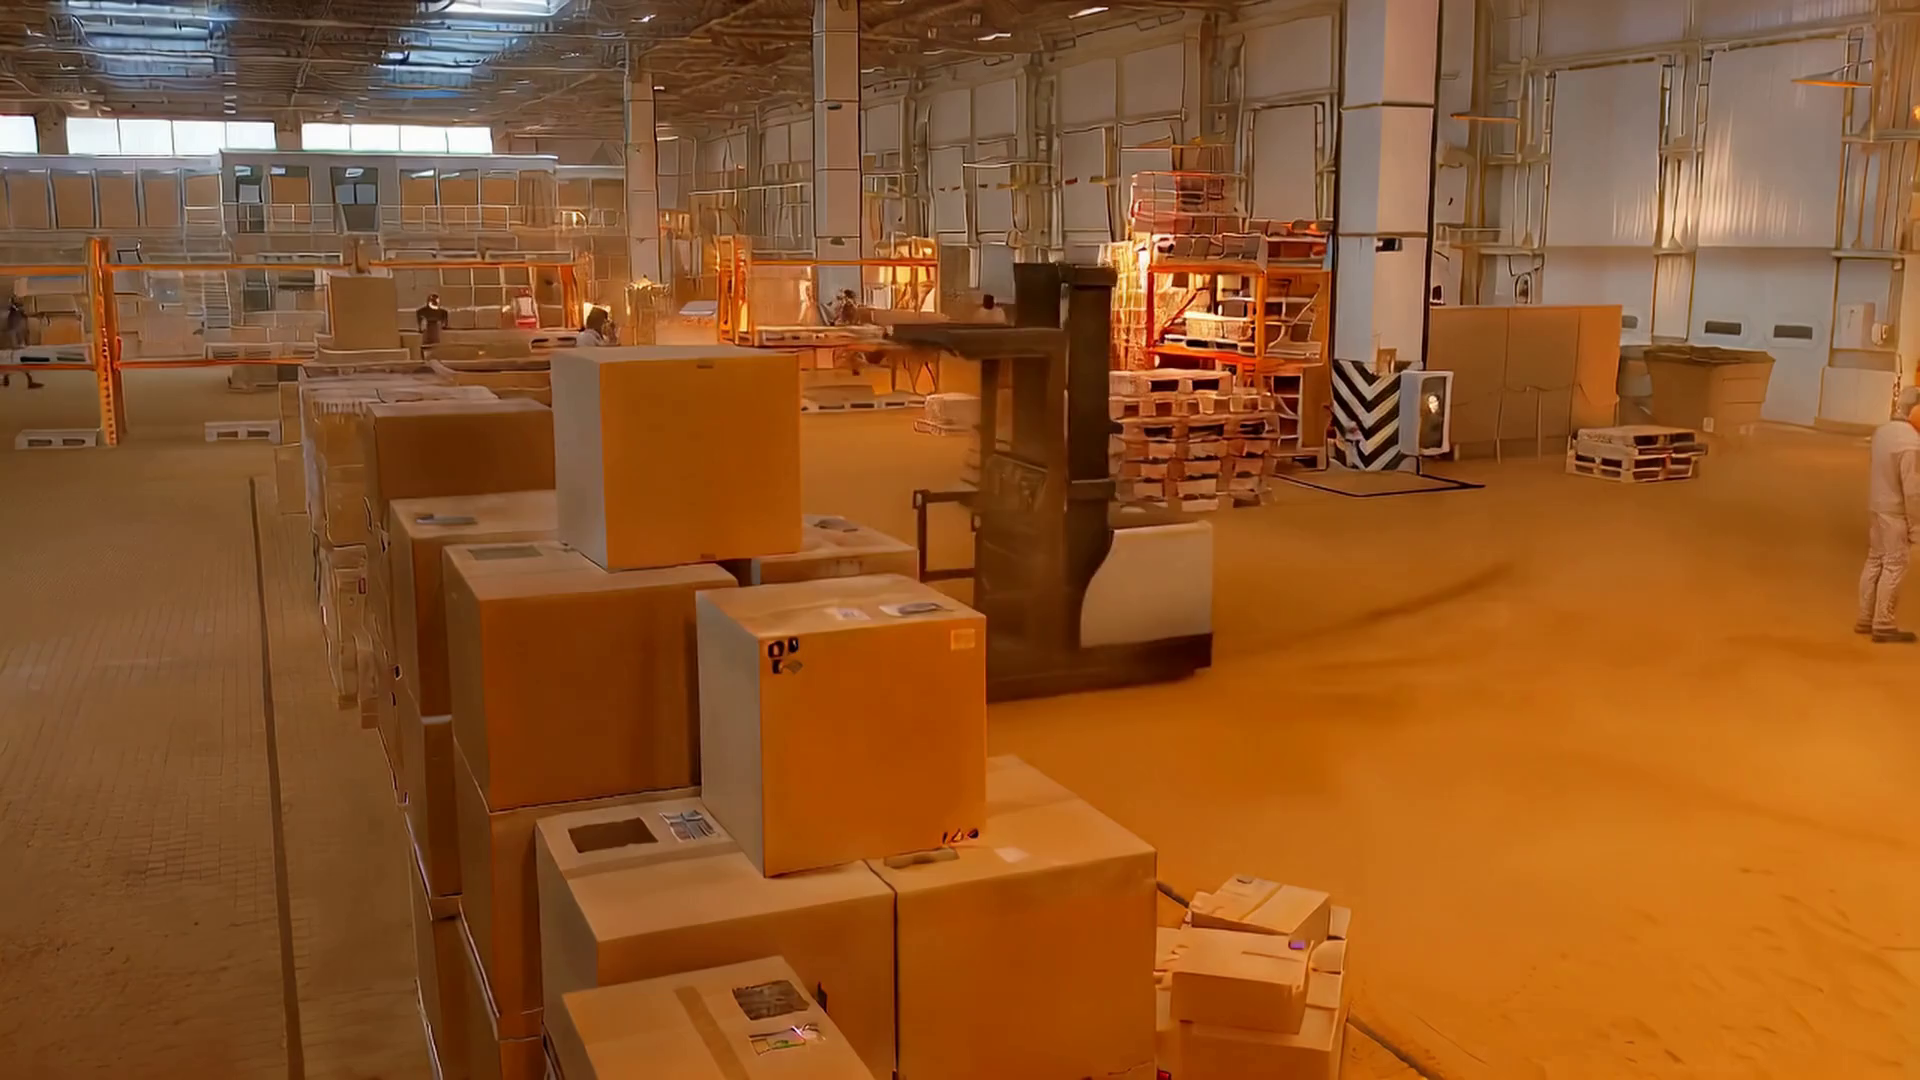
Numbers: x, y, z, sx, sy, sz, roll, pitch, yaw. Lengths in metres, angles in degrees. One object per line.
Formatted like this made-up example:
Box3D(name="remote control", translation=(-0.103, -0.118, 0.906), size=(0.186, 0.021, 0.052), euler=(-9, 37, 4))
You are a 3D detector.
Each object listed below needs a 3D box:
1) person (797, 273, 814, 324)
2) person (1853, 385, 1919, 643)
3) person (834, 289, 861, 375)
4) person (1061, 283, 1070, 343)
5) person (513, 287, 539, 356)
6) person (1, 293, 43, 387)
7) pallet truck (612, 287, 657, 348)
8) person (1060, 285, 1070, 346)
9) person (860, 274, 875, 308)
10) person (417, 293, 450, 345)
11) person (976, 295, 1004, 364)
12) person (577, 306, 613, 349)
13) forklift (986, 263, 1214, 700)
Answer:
Box3D(name="person", translation=(-5.397, -8.407, 57.981), size=(0.627, 1.820, 0.846), euler=(9, 14, 41))
Box3D(name="person", translation=(6.960, -0.189, 12.373), size=(0.372, 1.927, 0.635), euler=(1, 10, 4))
Box3D(name="person", translation=(-2.490, -4.576, 36.624), size=(0.725, 1.899, 0.589), euler=(7, 12, 32))
Box3D(name="person", translation=(3.073, -6.696, 48.028), size=(0.374, 1.997, 0.613), euler=(-6, 12, -29))
Box3D(name="person", translation=(-10.314, -5.081, 39.515), size=(0.580, 1.856, 0.559), euler=(-3, 11, -17))
Box3D(name="person", translation=(-18.988, -4.017, 33.497), size=(0.757, 1.918, 0.549), euler=(-1, 10, -5))
Box3D(name="pallet truck", translation=(-6.464, -4.406, 35.401), size=(0.823, 1.965, 1.885), euler=(6, 12, 32))
Box3D(name="person", translation=(2.602, -5.661, 42.871), size=(1.003, 1.811, 0.528), euler=(-1, 10, -4))
Box3D(name="person", translation=(-2.815, -7.117, 50.545), size=(0.658, 1.920, 0.775), euler=(-6, 12, -28))
Box3D(name="person", translation=(-10.431, -3.954, 33.170), size=(0.643, 1.900, 0.876), euler=(-10, 14, -44))
Box3D(name="person", translation=(0.612, -4.224, 34.859), size=(0.626, 1.831, 0.449), euler=(2, 10, 11))
Box3D(name="person", translation=(-5.121, -2.308, 23.720), size=(0.536, 2.000, 0.682), euler=(3, 11, 16))
Box3D(name="forklift", translation=(0.705, -0.473, 11.293), size=(1.873, 2.768, 1.129), euler=(-4, 11, -23))
